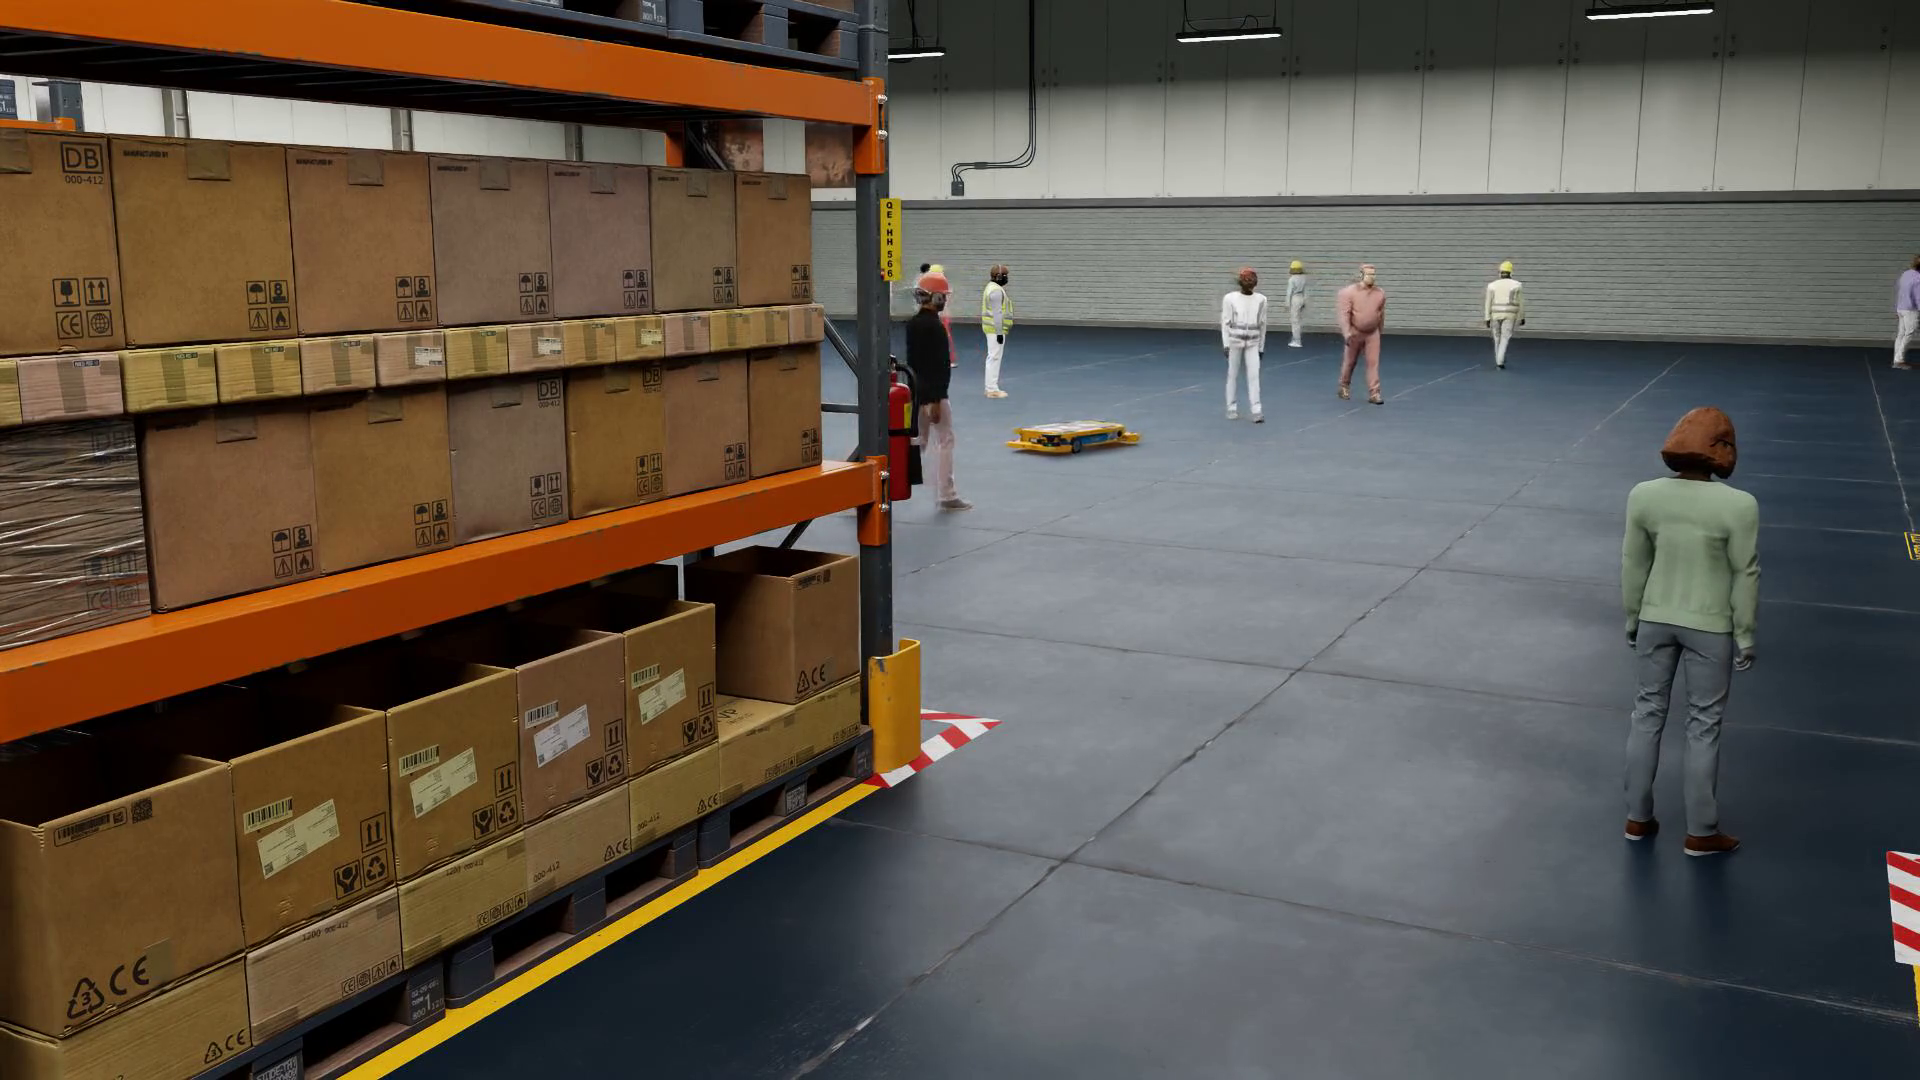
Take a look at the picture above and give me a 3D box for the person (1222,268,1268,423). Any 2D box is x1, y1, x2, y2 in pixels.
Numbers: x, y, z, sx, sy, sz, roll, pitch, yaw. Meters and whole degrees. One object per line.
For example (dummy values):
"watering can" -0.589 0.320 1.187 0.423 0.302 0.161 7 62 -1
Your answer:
"person" 3.443 -2.348 20.101 0.583 1.869 0.668 -1 10 -5

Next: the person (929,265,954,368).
"person" -0.449 -3.734 27.930 0.817 1.732 0.535 -5 12 -26

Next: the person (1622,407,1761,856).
"person" 2.652 0.328 6.066 0.282 1.633 0.499 -9 14 -39

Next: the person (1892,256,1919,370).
"person" 15.945 -3.817 27.984 0.436 1.914 0.694 1 10 5

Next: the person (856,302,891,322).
"person" -1.511 -3.979 28.869 0.568 1.883 0.985 5 11 24

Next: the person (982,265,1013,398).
"person" 0.520 -2.886 23.066 0.428 1.835 0.626 -1 10 -4

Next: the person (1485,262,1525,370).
"person" 9.176 -3.758 27.923 0.598 1.784 0.923 8 13 36

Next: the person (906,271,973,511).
"person" -0.332 -1.177 13.400 0.859 1.966 0.613 -5 12 -26

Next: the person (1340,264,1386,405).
"person" 5.417 -2.782 22.426 0.641 1.863 0.988 -1 10 -6

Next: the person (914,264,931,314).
"person" -0.693 -4.840 34.190 0.541 1.651 0.873 -5 12 -25

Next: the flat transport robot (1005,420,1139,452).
"flat transport robot" 1.200 -1.105 17.598 0.652 0.197 1.431 10 14 43

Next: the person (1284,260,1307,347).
"person" 6.738 -4.787 33.679 0.506 1.723 0.592 -9 13 -39
